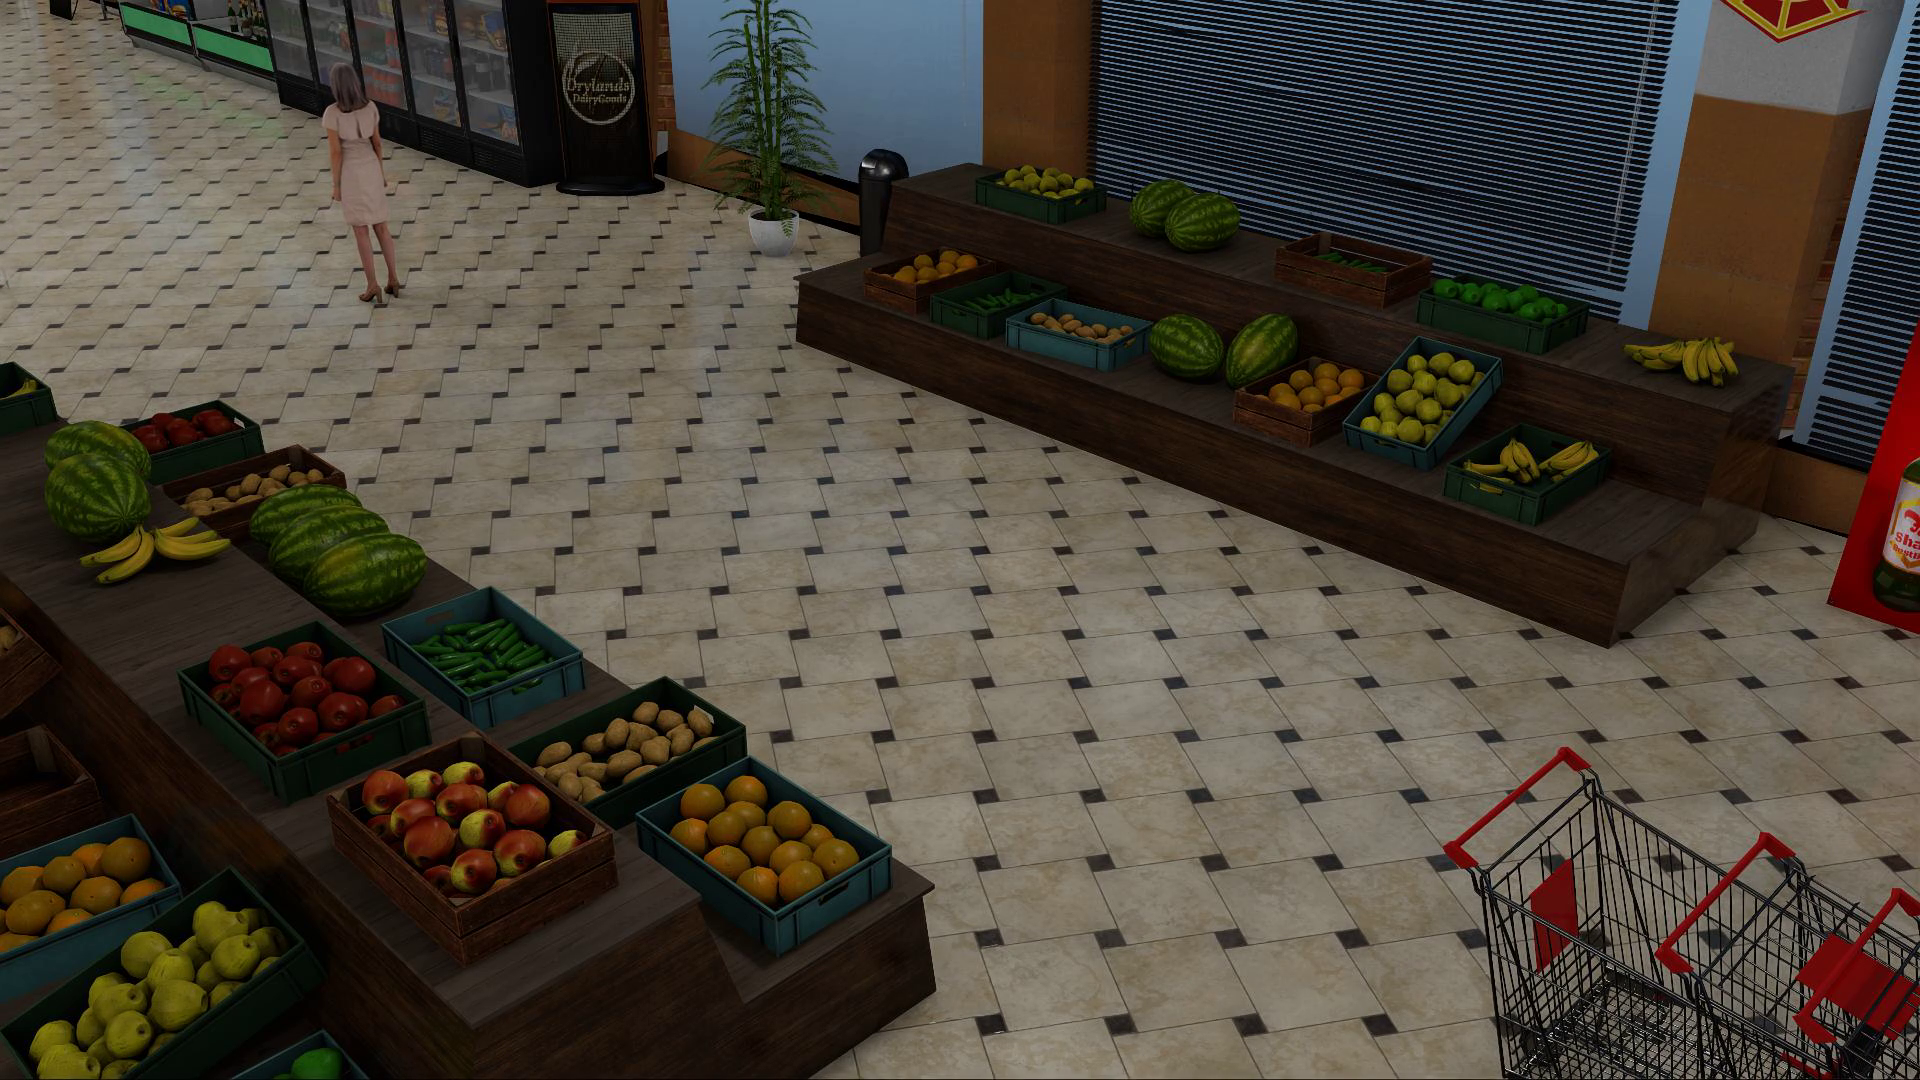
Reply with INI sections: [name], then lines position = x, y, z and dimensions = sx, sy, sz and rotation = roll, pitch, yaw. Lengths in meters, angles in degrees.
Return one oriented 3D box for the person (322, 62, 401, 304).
[person]
position = -4.378, -2.604, 12.159
dimensions = 0.568, 1.735, 0.617
rotation = 20, 33, 34
